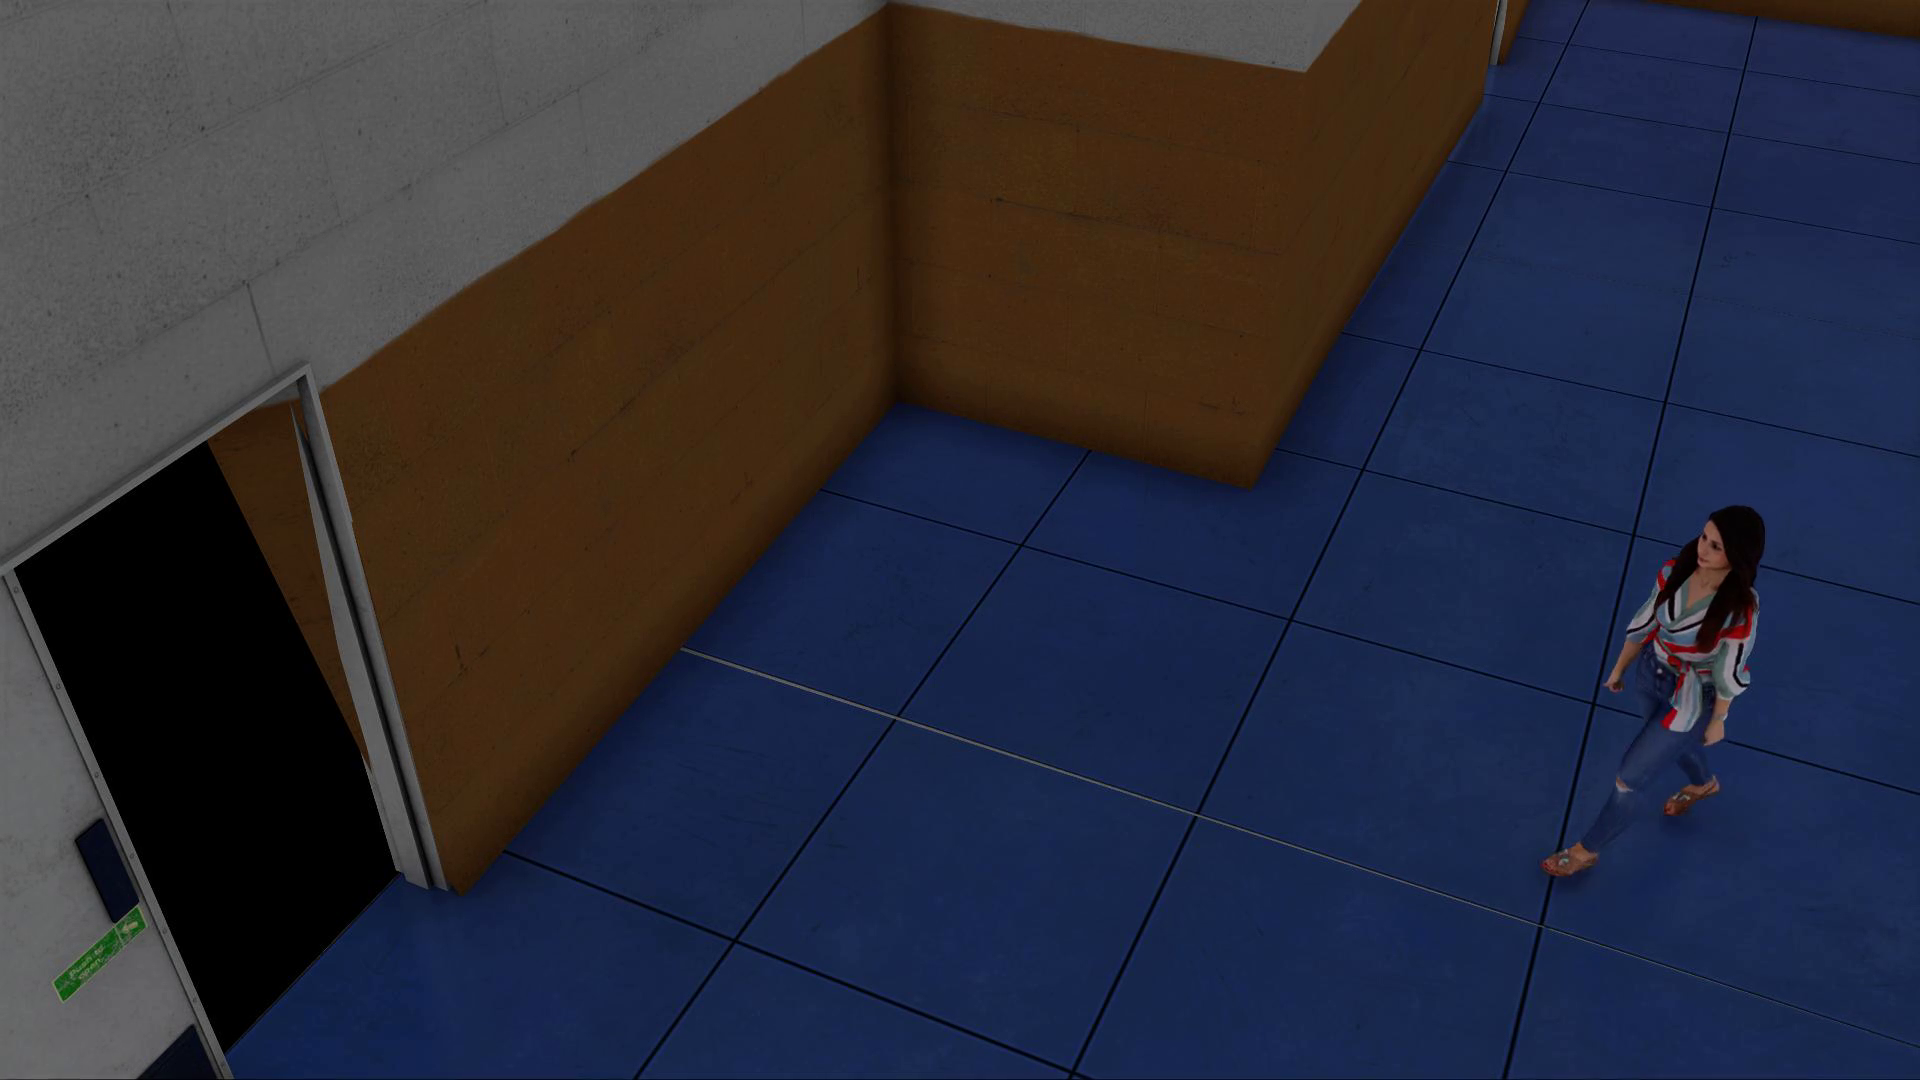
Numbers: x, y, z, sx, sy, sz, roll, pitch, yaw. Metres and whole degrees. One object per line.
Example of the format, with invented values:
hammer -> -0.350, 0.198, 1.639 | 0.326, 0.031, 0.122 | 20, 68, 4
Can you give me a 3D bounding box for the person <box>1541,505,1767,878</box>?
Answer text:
person -> 2.663, 0.535, 6.031 | 1.127, 1.575, 1.087 | -13, 39, -17
